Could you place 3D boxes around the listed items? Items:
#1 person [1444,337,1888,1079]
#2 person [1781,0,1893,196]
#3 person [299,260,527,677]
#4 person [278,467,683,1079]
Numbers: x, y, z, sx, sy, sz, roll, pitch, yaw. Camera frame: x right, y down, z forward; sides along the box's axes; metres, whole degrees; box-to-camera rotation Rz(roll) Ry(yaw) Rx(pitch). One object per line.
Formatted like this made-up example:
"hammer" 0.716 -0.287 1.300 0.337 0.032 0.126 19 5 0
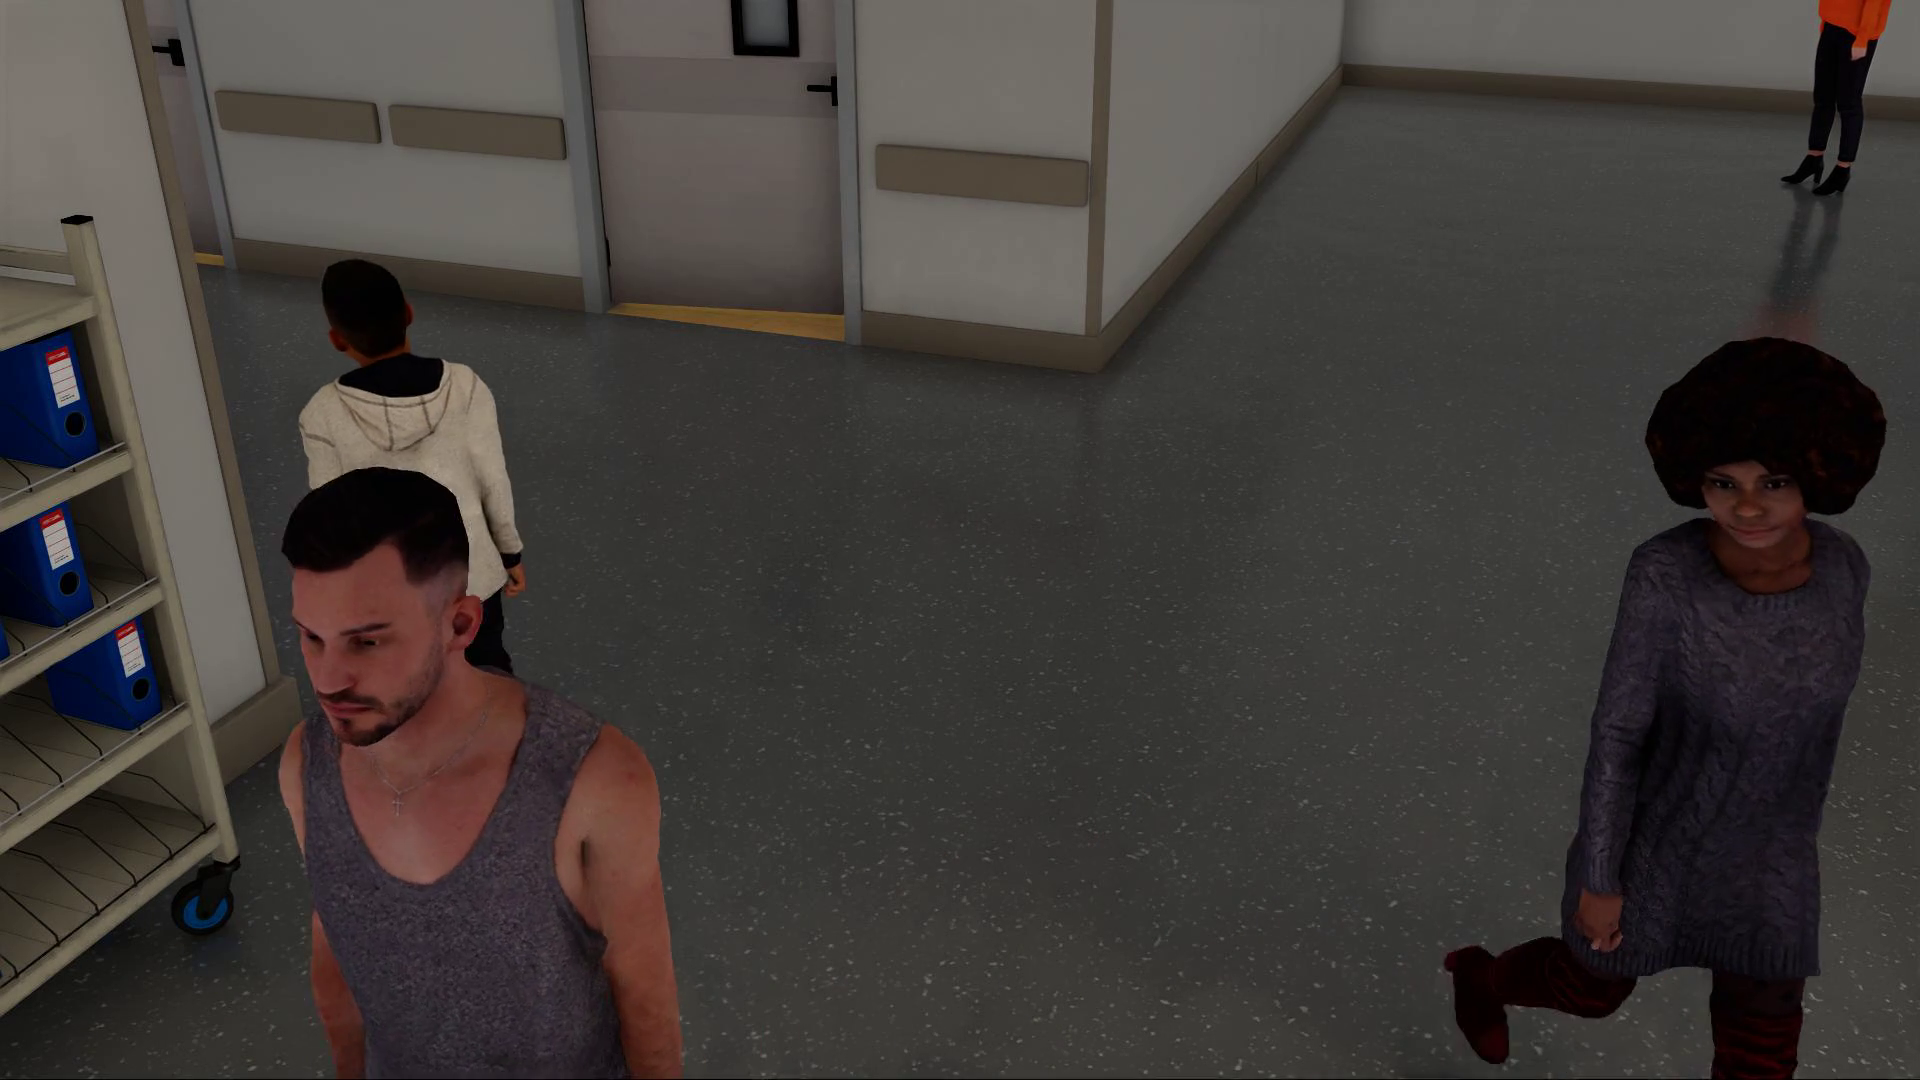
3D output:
"person" 1.125 0.466 2.725 0.952 1.680 1.155 -5 26 -10
"person" 5.165 -2.910 9.650 0.761 1.747 0.647 -4 26 -7
"person" -1.198 0.110 3.755 0.882 1.428 0.971 -8 27 -15
"person" -0.547 0.698 2.185 0.717 1.826 0.908 5 26 10
